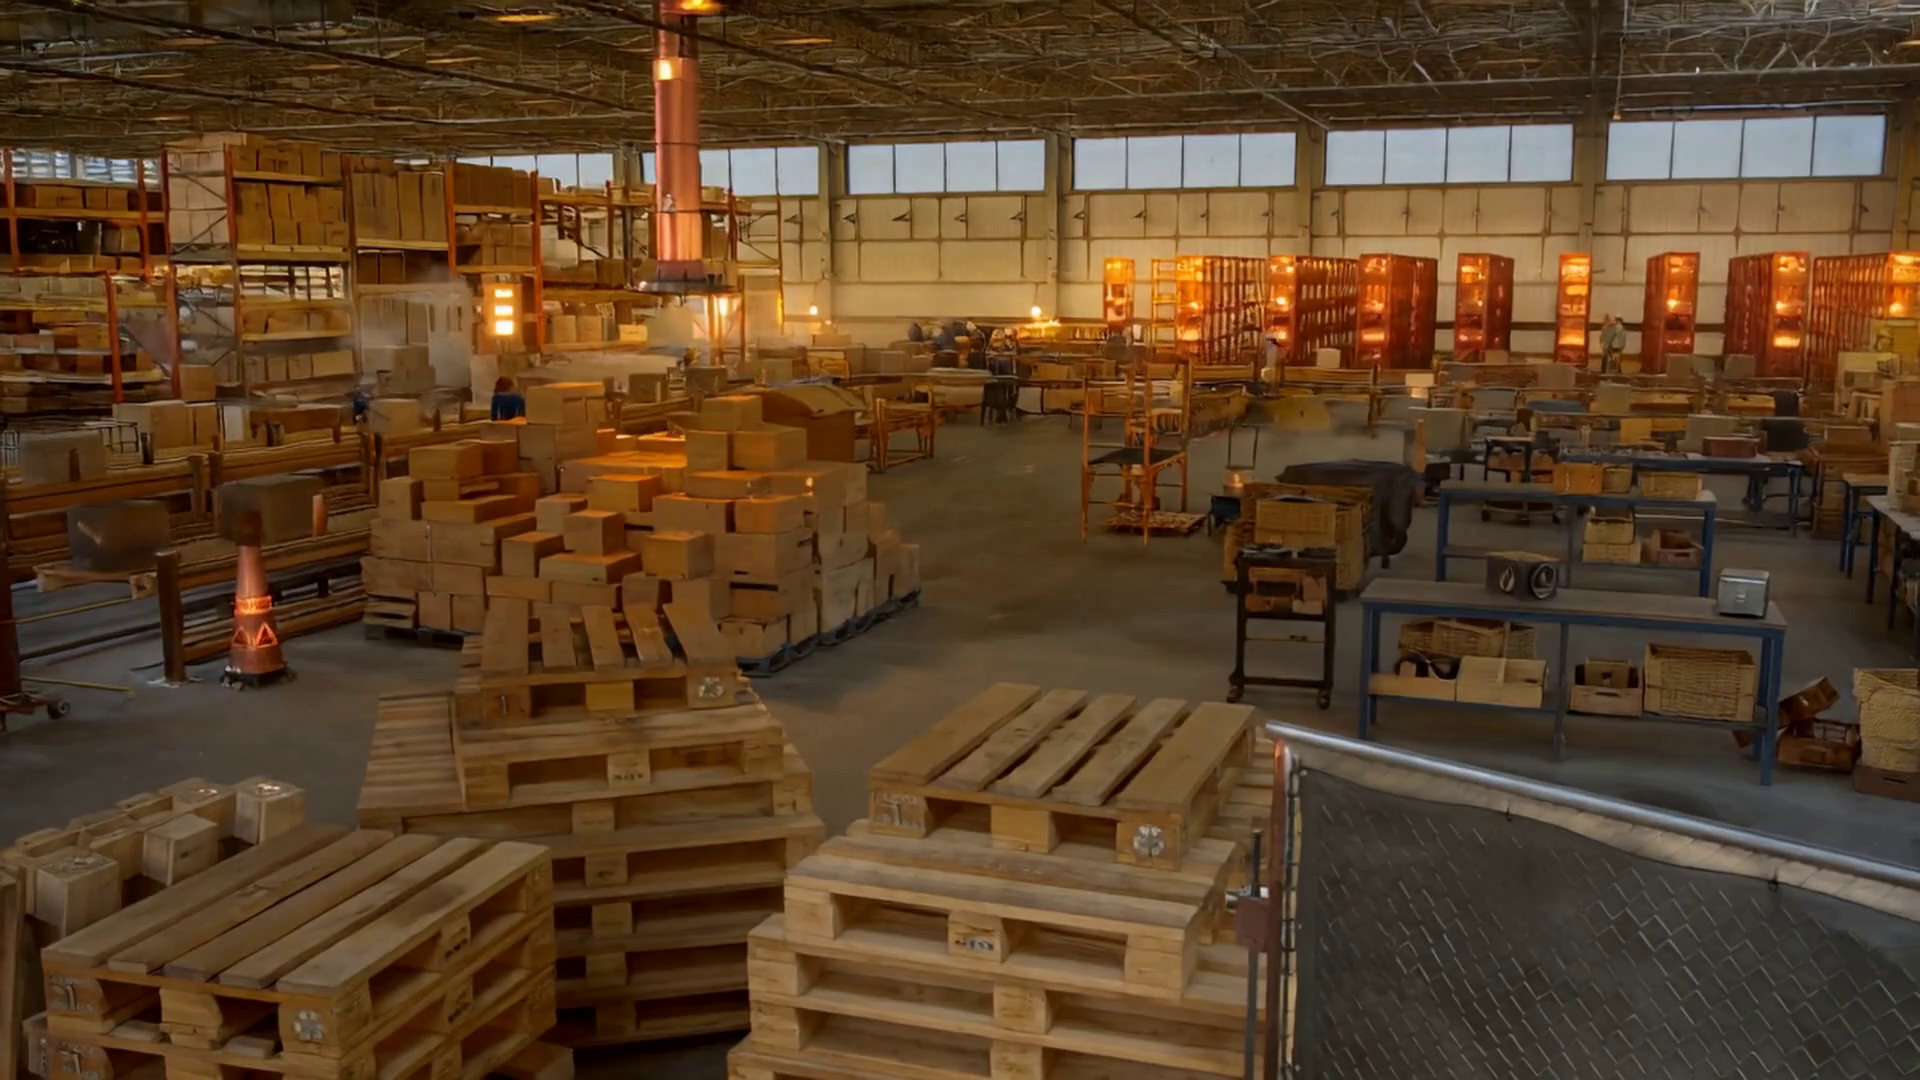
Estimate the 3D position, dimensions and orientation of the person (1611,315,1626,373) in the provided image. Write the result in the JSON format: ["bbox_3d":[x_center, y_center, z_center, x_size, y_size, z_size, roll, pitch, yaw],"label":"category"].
[{"bbox_3d":[20.133,-5.965,50.862,0.404,1.823,0.617,3,10,18],"label":"person"}]

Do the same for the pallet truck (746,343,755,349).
[{"bbox_3d":[-6.183,-4.618,44.264,1.601,1.201,0.680,-9,12,-43],"label":"pallet truck"}]

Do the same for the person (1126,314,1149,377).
[{"bbox_3d":[5.165,-5.640,48.554,0.625,1.895,0.984,-1,9,-4],"label":"person"}]

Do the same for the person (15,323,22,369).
[{"bbox_3d":[-24.741,-4.876,44.030,0.607,1.813,0.464,2,9,15],"label":"person"}]

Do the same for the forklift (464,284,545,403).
[{"bbox_3d":[-10.832,-4.702,39.610,1.129,2.768,1.873,3,10,20],"label":"forklift"}]

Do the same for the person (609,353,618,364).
[{"bbox_3d":[-10.959,-6.083,52.090,0.564,1.656,0.467,-4,10,-21],"label":"person"}]

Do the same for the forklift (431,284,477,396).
[{"bbox_3d":[-12.522,-4.959,41.225,1.129,2.768,1.873,3,10,20],"label":"forklift"}]

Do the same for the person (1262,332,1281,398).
[{"bbox_3d":[7.125,-3.789,37.405,0.710,1.741,0.548,1,9,9],"label":"person"}]

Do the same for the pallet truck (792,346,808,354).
[{"bbox_3d":[-3.705,-4.298,42.022,0.653,1.274,1.630,3,10,20],"label":"pallet truck"}]

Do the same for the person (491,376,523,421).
[{"bbox_3d":[-6.349,-1.483,23.339,0.287,1.625,0.497,8,12,41],"label":"person"}]

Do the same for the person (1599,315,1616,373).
[{"bbox_3d":[19.635,-5.912,50.442,0.396,1.847,0.565,-4,10,-22],"label":"person"}]

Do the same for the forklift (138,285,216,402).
[{"bbox_3d":[-17.480,-4.200,36.461,1.873,2.768,1.129,3,10,19],"label":"forklift"}]
